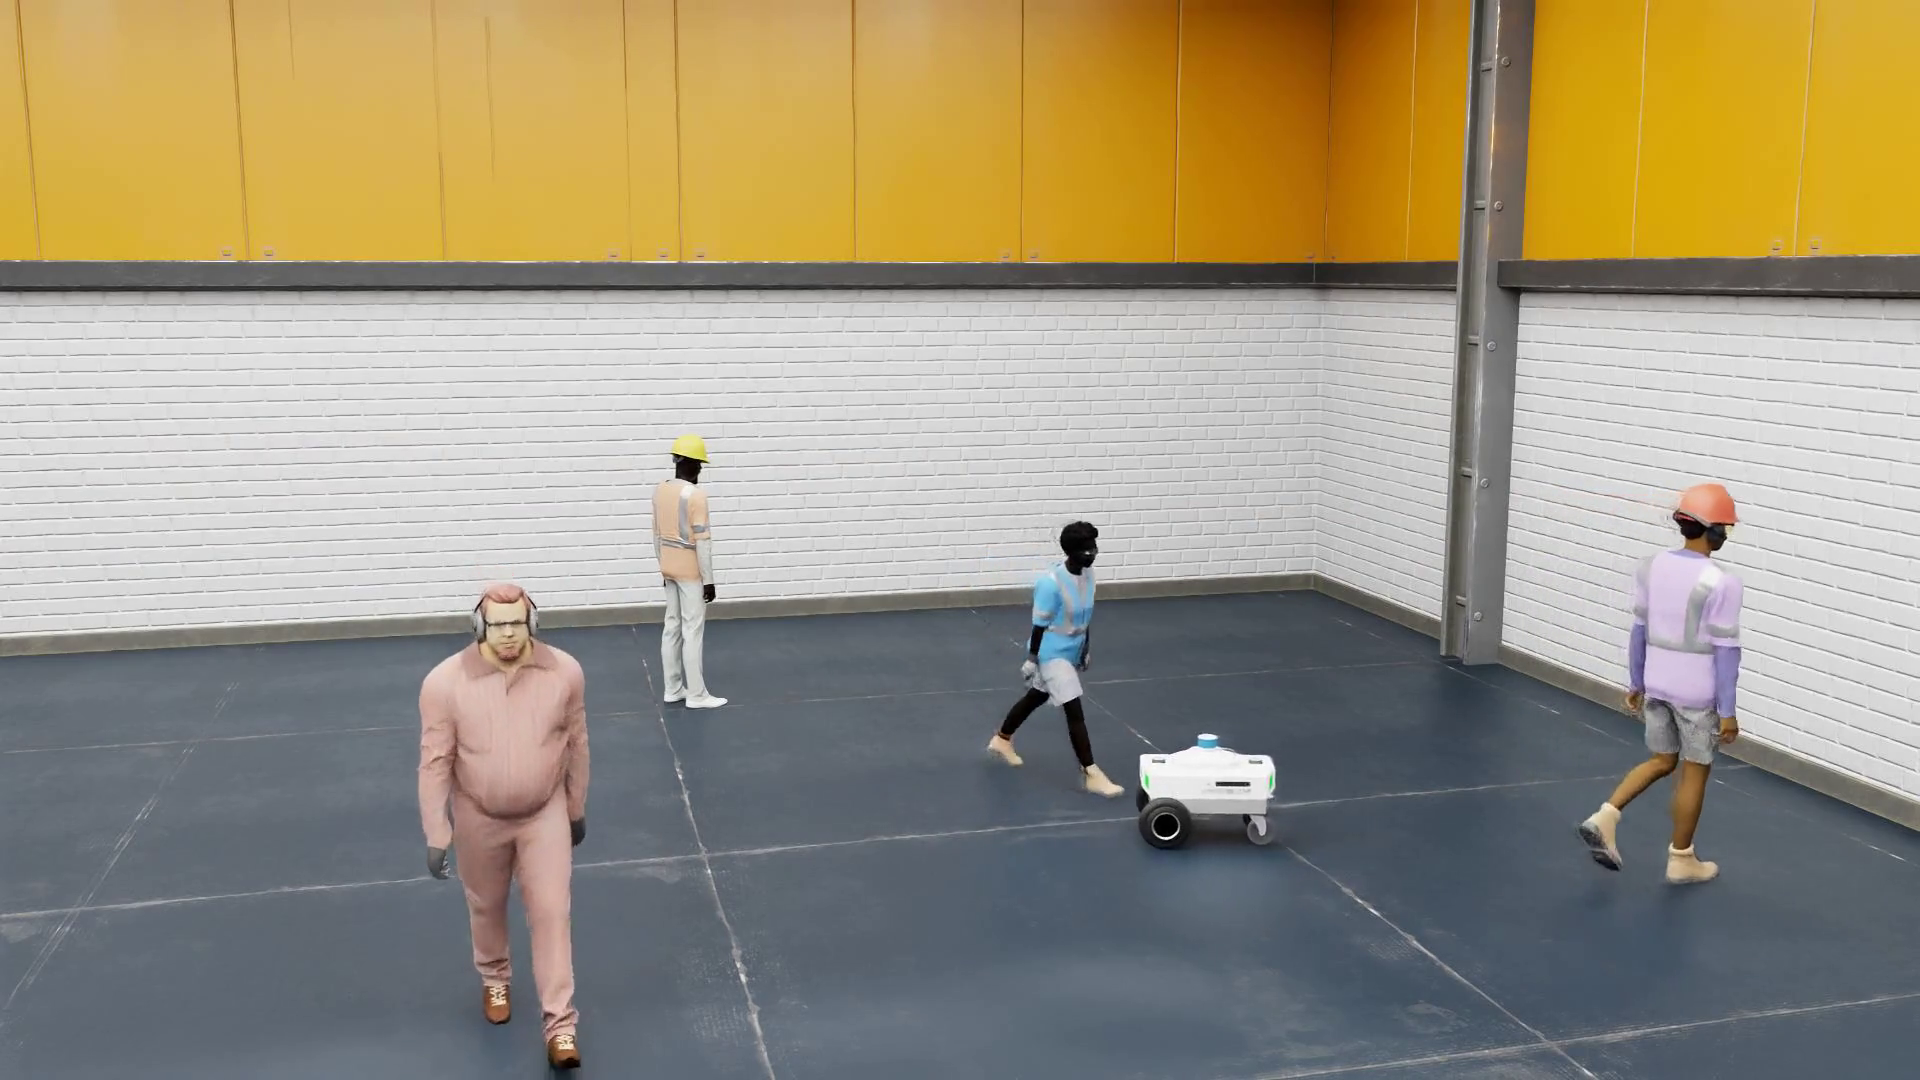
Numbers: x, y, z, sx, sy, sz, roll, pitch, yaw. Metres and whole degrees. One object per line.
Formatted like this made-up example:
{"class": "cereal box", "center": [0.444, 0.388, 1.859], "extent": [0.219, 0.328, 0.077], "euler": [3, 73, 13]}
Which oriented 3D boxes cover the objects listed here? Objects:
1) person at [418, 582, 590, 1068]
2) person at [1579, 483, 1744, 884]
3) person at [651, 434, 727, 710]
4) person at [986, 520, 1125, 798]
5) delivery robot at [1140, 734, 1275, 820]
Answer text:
{"class": "person", "center": [-1.748, 1.083, 6.450], "extent": [0.667, 1.850, 1.008], "euler": [-3, 10, -21]}
{"class": "person", "center": [3.481, 0.728, 8.162], "extent": [0.671, 2.022, 0.628], "euler": [-3, 10, -19]}
{"class": "person", "center": [-1.901, 0.222, 11.621], "extent": [0.382, 1.918, 0.585], "euler": [-9, 13, -44]}
{"class": "person", "center": [0.538, 0.656, 9.865], "extent": [1.010, 1.619, 0.541], "euler": [6, 11, 33]}
{"class": "delivery robot", "center": [1.324, 1.285, 8.914], "extent": [0.707, 0.478, 0.477], "euler": [1, 10, 4]}
